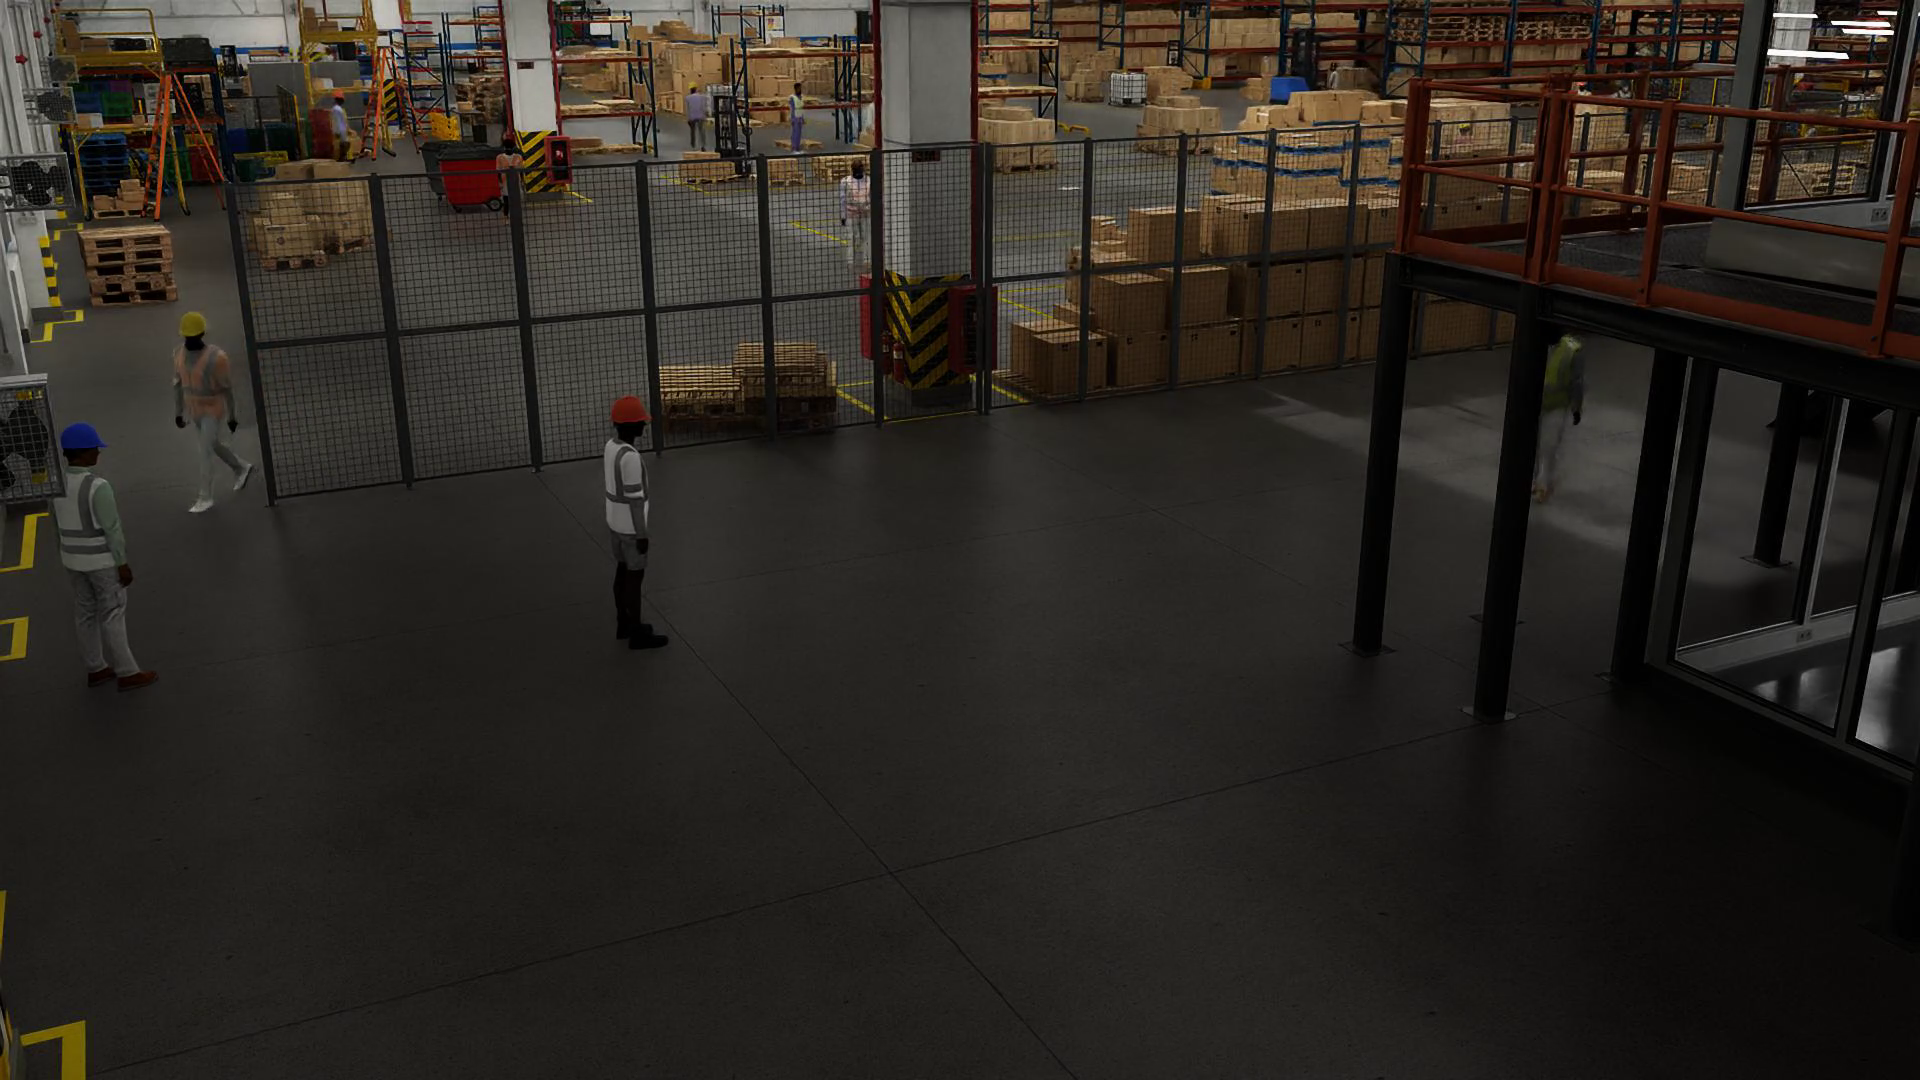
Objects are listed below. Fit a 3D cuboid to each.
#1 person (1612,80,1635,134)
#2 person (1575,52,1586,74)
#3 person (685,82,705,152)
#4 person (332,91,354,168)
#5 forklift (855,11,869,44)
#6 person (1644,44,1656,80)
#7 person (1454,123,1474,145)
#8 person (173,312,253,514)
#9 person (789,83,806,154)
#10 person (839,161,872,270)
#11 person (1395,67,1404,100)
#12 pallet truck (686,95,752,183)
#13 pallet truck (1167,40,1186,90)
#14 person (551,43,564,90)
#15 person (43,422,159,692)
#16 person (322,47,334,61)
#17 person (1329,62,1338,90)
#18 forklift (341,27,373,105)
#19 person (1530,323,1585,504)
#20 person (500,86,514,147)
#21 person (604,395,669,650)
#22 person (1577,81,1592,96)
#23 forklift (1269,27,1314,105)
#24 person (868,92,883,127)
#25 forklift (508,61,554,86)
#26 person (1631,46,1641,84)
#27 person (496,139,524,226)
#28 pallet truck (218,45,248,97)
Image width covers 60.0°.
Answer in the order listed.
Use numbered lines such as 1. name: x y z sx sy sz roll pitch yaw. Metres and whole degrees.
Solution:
1. person: 18.219 -11.631 45.655 0.697 2.000 0.927 2 19 5
2. person: 24.699 -18.518 66.136 0.533 1.698 0.318 13 23 32
3. person: -7.362 -11.809 46.403 0.579 1.895 0.936 -7 20 -19
4. person: -15.750 -10.473 42.478 0.513 1.914 0.549 -5 20 -13
5. forklift: -4.919 -25.174 83.645 1.873 2.768 1.129 -9 21 -25
6. person: 31.168 -21.602 75.245 0.512 1.589 0.876 1 19 3
7. person: 10.891 -8.196 36.113 0.525 1.769 0.308 -8 21 -22
8. person: -7.160 -1.268 15.860 0.605 1.890 0.894 8 20 21
9. person: -4.489 -11.589 45.720 0.370 1.915 0.597 9 21 24
10. person: -1.726 -5.502 28.211 0.643 1.835 0.429 -3 19 -10
11. person: 16.312 -16.942 61.585 0.416 1.686 0.540 -10 22 -27
12. pallet truck: -5.836 -9.608 39.856 0.823 1.965 1.885 10 22 27
13. pallet truck: 9.045 -19.971 69.895 0.823 1.965 1.885 -3 19 -8
14. person: -16.886 -19.817 69.580 0.577 1.899 0.891 -7 20 -20
15. person: -6.087 0.129 11.715 0.602 1.941 0.402 8 21 22
16. person: -25.321 -18.912 67.037 0.834 1.850 0.579 11 22 28
17. person: 12.767 -15.350 56.722 0.716 1.854 0.530 8 20 21
18. forklift: -22.274 -17.347 60.957 1.873 2.768 1.129 -9 21 -25
19. person: 5.575 -1.268 15.939 0.668 1.825 0.744 15 24 36
20. person: -12.572 -11.755 46.390 0.538 1.797 0.968 7 20 19
21. person: -2.459 -0.139 12.495 0.375 1.939 0.546 -10 22 -27
22. person: 17.555 -12.092 47.144 0.542 1.939 0.362 13 23 33
23. forklift: 12.382 -17.212 60.564 1.873 2.768 1.129 -9 21 -25
24. person: -2.034 -10.454 42.438 0.609 1.910 0.620 10 21 27
25. forklift: -18.349 -20.868 71.164 1.873 2.768 1.129 -14 24 -35
26. person: 27.767 -19.381 68.446 0.473 1.833 0.724 9 21 25
27. person: -8.942 -7.125 33.113 0.530 1.695 0.321 -7 20 -20
28. pallet truck: -28.879 -18.665 66.111 0.823 1.965 1.885 -3 19 -9
